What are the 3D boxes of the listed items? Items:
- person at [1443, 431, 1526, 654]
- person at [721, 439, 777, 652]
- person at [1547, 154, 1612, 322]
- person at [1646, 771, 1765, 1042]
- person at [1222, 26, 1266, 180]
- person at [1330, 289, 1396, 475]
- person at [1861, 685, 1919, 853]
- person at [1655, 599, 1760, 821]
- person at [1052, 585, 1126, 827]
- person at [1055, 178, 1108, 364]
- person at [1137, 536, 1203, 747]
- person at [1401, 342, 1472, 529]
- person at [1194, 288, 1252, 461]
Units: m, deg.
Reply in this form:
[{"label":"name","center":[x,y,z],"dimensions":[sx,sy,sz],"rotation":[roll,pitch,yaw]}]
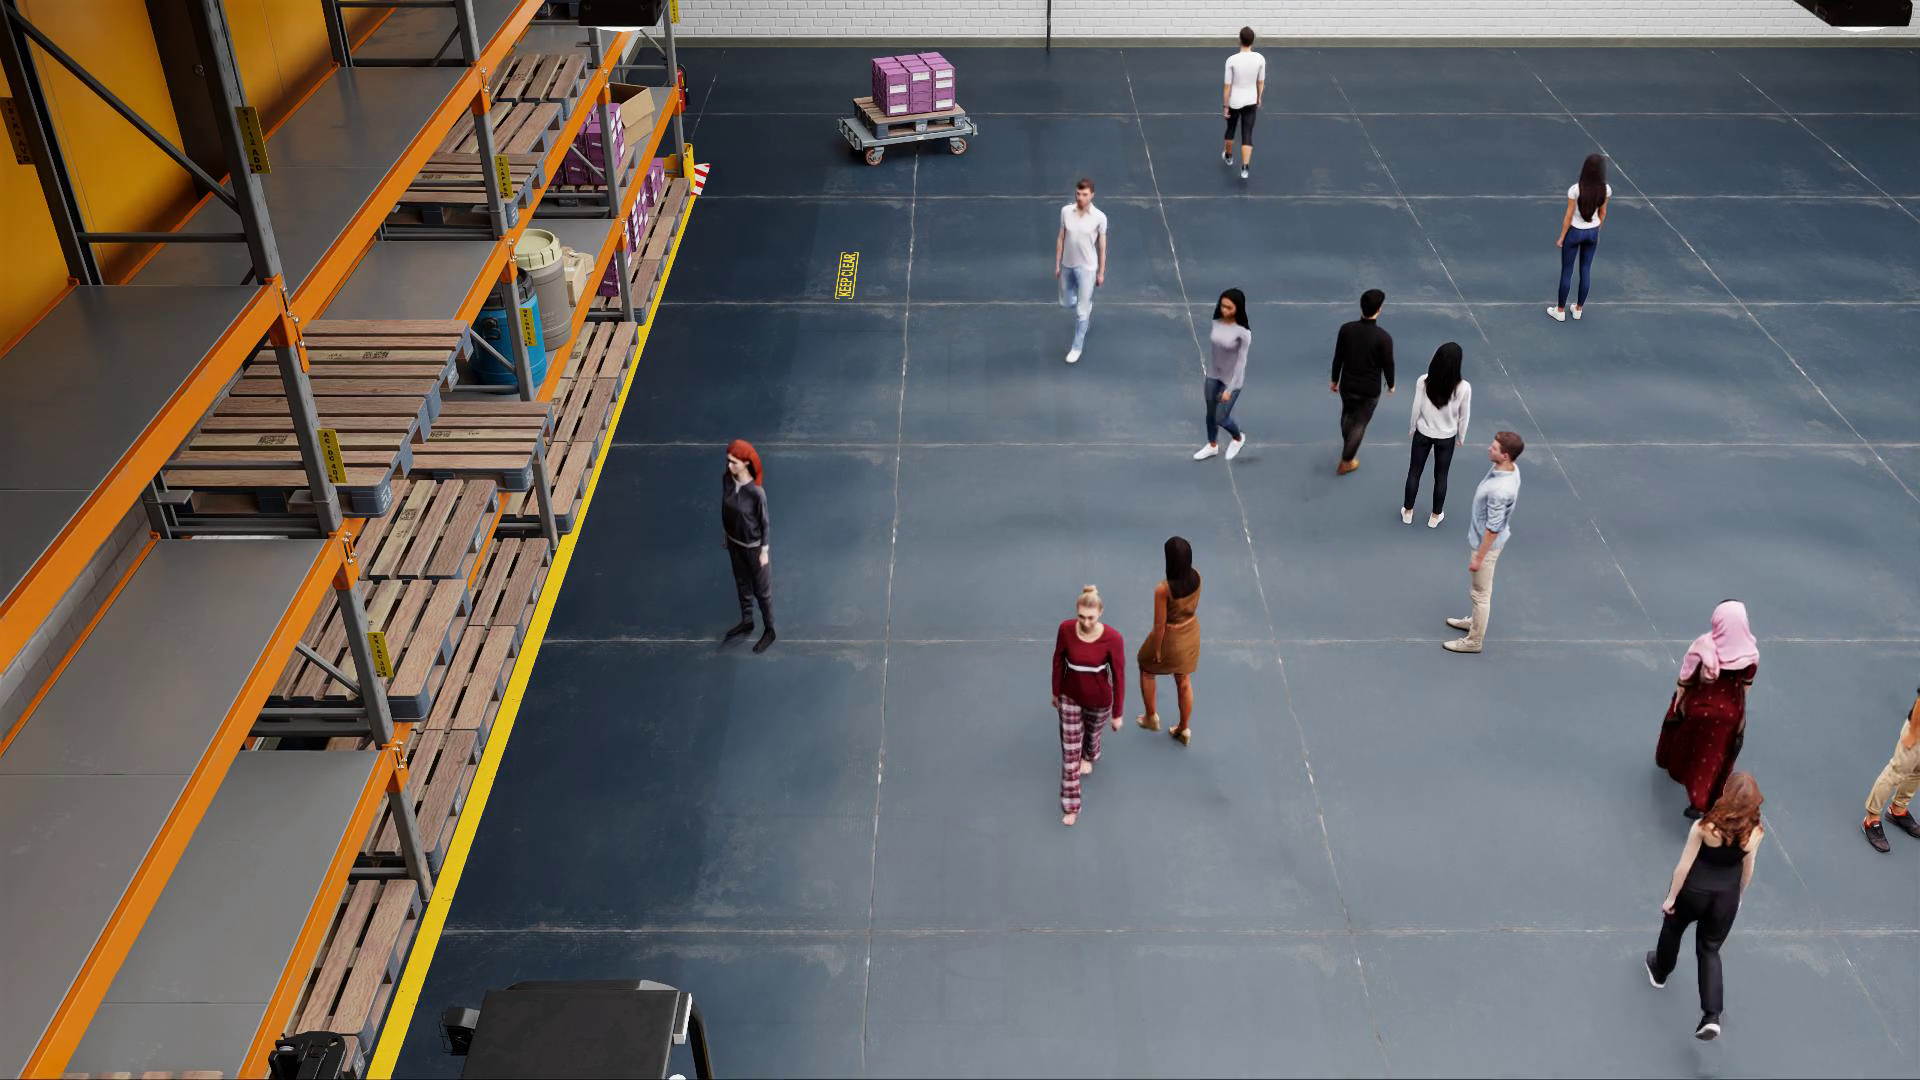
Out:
[{"label":"person","center":[3.928,0.008,12.362],"dimensions":[0.777,1.848,0.621],"rotation":[12,35,17]},{"label":"person","center":[-1.582,0.028,12.393],"dimensions":[0.648,1.780,0.684],"rotation":[24,41,32]},{"label":"person","center":[6.397,-3.111,17.121],"dimensions":[0.607,1.775,0.536],"rotation":[-3,34,-5]},{"label":"person","center":[4.233,2.071,9.370],"dimensions":[0.652,1.724,1.053],"rotation":[3,34,4]},{"label":"person","center":[3.496,-5.322,20.406],"dimensions":[0.674,1.819,1.207],"rotation":[1,34,1]},{"label":"person","center":[3.481,-1.347,14.528],"dimensions":[0.941,1.706,1.019],"rotation":[24,41,32]},{"label":"person","center":[6.211,1.163,10.614],"dimensions":[0.704,1.859,0.656],"rotation":[-12,35,-17]},{"label":"person","center":[4.931,1.121,10.901],"dimensions":[0.871,1.611,1.096],"rotation":[11,35,15]},{"label":"person","center":[0.854,1.008,11.033],"dimensions":[0.777,1.654,1.090],"rotation":[6,34,9]},{"label":"person","center":[1.208,-2.720,16.478],"dimensions":[0.943,1.834,1.116],"rotation":[16,37,22]},{"label":"person","center":[1.525,0.746,11.412],"dimensions":[0.720,1.670,0.779],"rotation":[-19,38,-27]},{"label":"person","center":[3.952,-0.878,13.828],"dimensions":[0.683,1.701,0.663],"rotation":[11,35,16]},{"label":"person","center":[2.399,-1.424,14.632],"dimensions":[0.863,1.719,0.804],"rotation":[-19,38,-26]}]
